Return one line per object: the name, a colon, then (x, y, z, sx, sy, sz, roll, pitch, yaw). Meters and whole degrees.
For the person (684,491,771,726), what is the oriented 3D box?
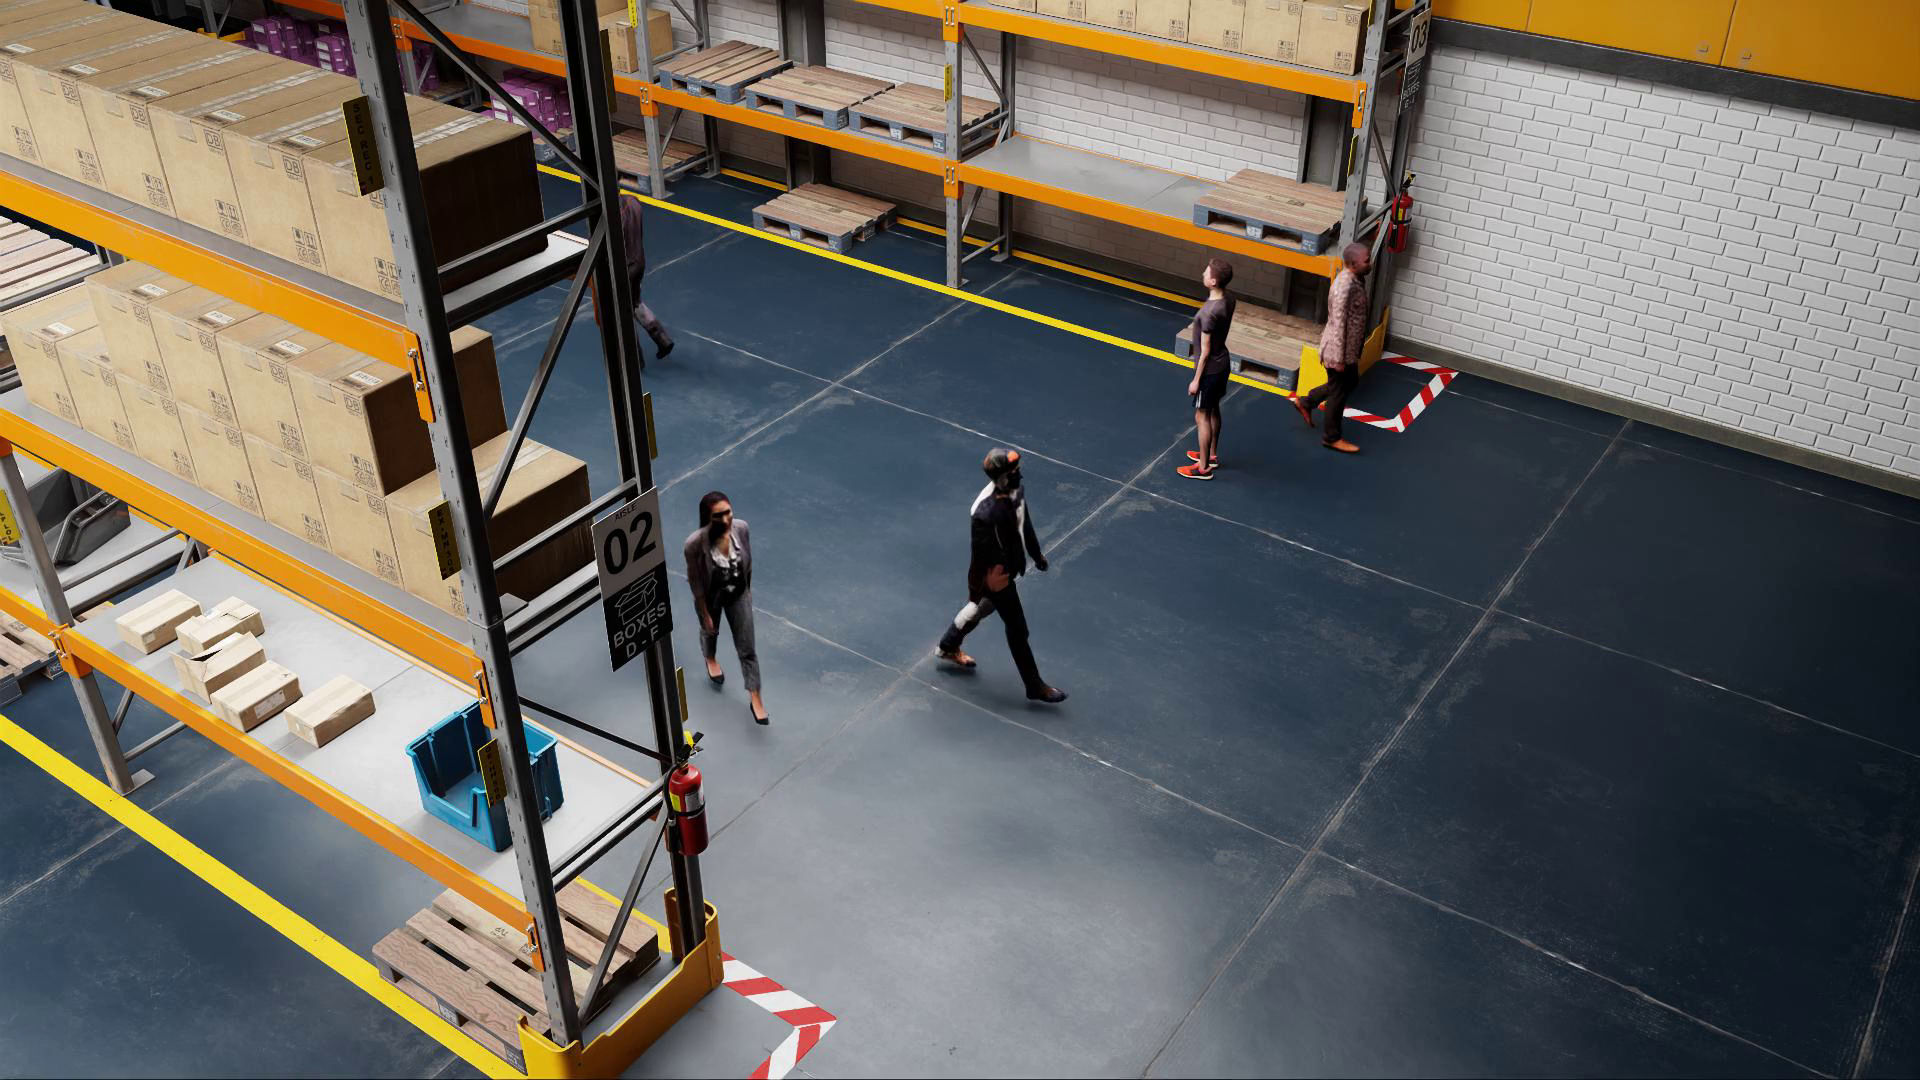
person: (-1.564, 0.366, 10.715, 0.949, 1.615, 1.202, -17, 37, -24)

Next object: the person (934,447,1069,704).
person: (0.168, 0.195, 10.759, 1.297, 1.851, 0.900, 12, 36, 18)

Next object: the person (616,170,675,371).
person: (-2.848, -2.343, 14.514, 0.924, 1.920, 0.821, 12, 36, 18)

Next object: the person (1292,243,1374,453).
person: (3.011, -1.569, 13.468, 0.919, 1.790, 0.775, 15, 36, 21)

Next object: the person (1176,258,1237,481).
person: (1.973, -1.343, 13.070, 0.588, 1.853, 0.670, 16, 37, 22)
